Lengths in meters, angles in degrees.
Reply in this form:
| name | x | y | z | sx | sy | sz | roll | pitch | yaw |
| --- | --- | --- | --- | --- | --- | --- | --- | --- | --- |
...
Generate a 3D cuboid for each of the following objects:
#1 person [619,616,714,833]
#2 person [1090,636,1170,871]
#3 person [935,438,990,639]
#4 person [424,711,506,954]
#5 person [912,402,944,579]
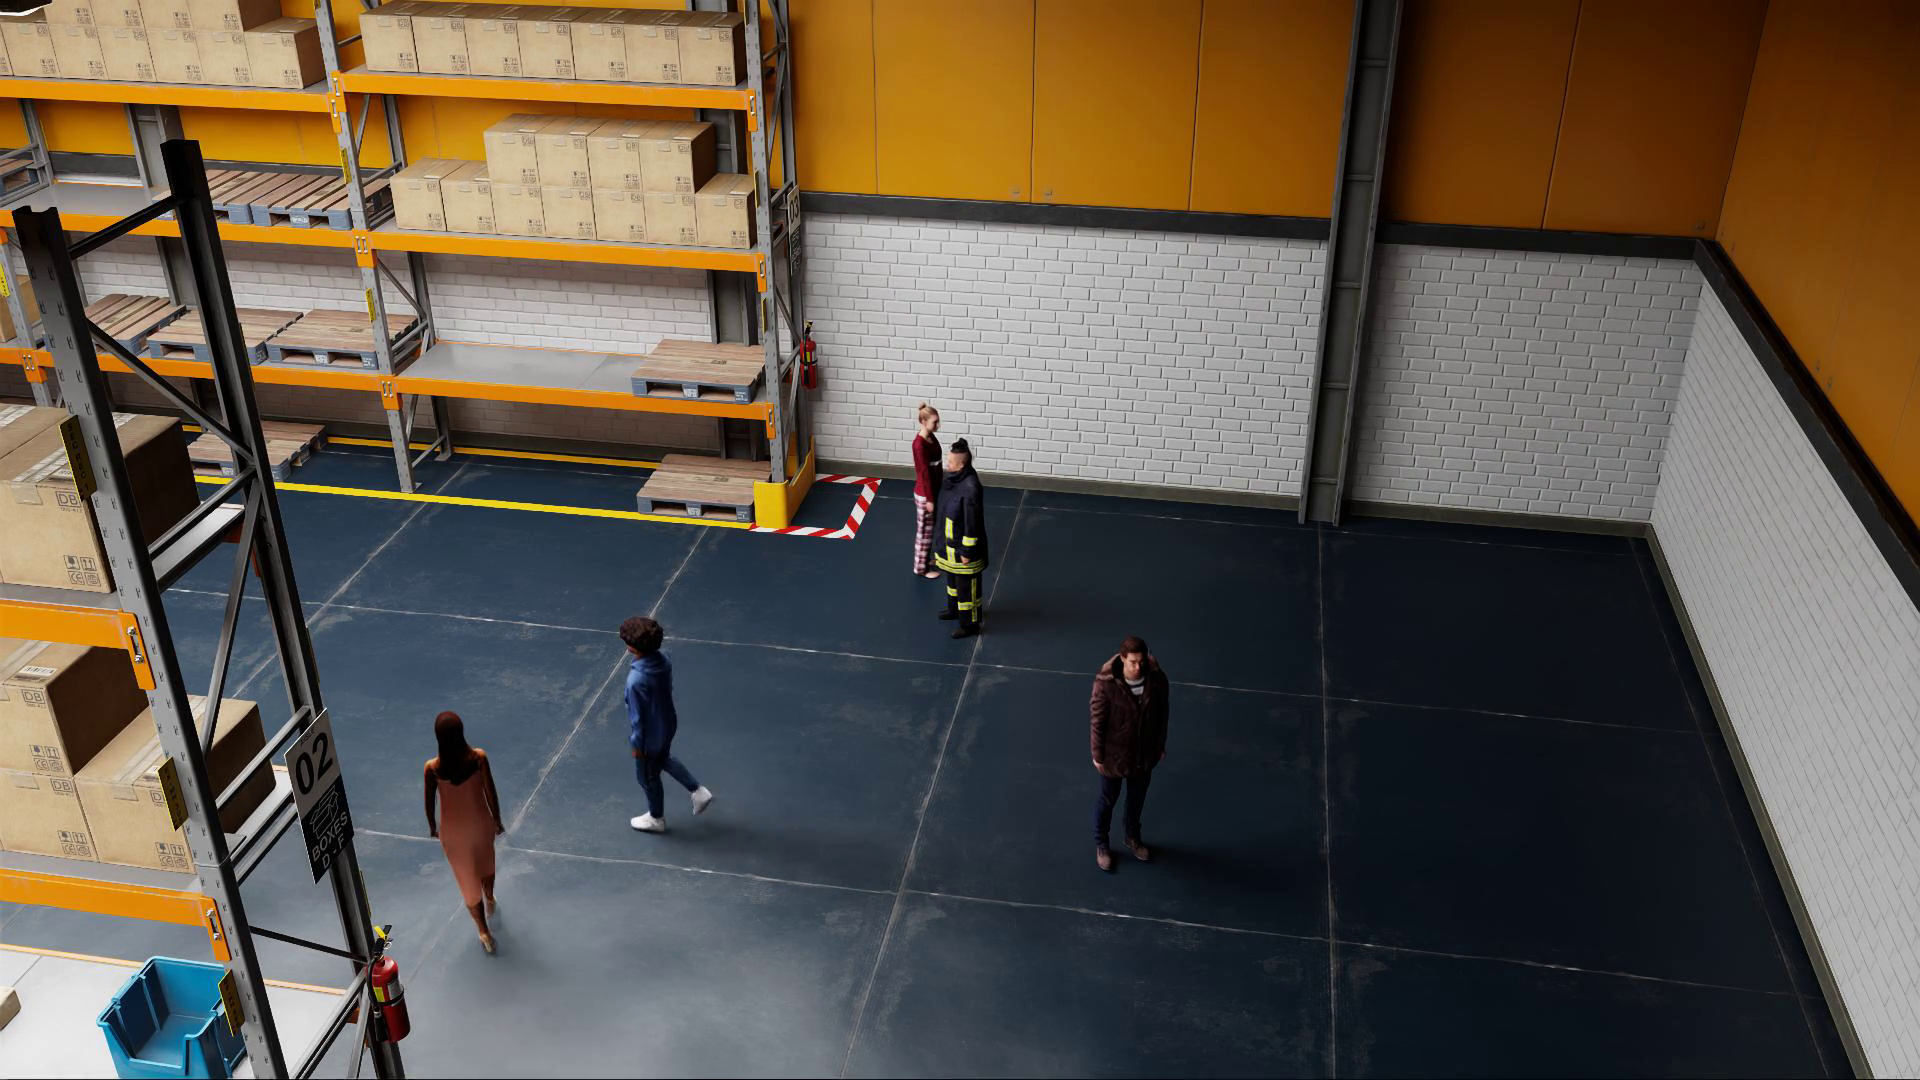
| name | x | y | z | sx | sy | sz | roll | pitch | yaw |
| --- | --- | --- | --- | --- | --- | --- | --- | --- | --- |
| person | -2.135 | 1.358 | 11.970 | 0.865 | 1.795 | 0.717 | 7 | 29 | 13 |
| person | 1.174 | 1.468 | 11.713 | 0.812 | 1.848 | 0.930 | -9 | 30 | -17 |
| person | 0.027 | -0.048 | 14.472 | 0.860 | 1.867 | 0.862 | -8 | 30 | -13 |
| person | -3.203 | 1.951 | 10.860 | 0.860 | 1.818 | 0.895 | -12 | 31 | -21 |
| person | -0.305 | -0.472 | 15.420 | 0.498 | 1.703 | 0.624 | 3 | 29 | 6 |
